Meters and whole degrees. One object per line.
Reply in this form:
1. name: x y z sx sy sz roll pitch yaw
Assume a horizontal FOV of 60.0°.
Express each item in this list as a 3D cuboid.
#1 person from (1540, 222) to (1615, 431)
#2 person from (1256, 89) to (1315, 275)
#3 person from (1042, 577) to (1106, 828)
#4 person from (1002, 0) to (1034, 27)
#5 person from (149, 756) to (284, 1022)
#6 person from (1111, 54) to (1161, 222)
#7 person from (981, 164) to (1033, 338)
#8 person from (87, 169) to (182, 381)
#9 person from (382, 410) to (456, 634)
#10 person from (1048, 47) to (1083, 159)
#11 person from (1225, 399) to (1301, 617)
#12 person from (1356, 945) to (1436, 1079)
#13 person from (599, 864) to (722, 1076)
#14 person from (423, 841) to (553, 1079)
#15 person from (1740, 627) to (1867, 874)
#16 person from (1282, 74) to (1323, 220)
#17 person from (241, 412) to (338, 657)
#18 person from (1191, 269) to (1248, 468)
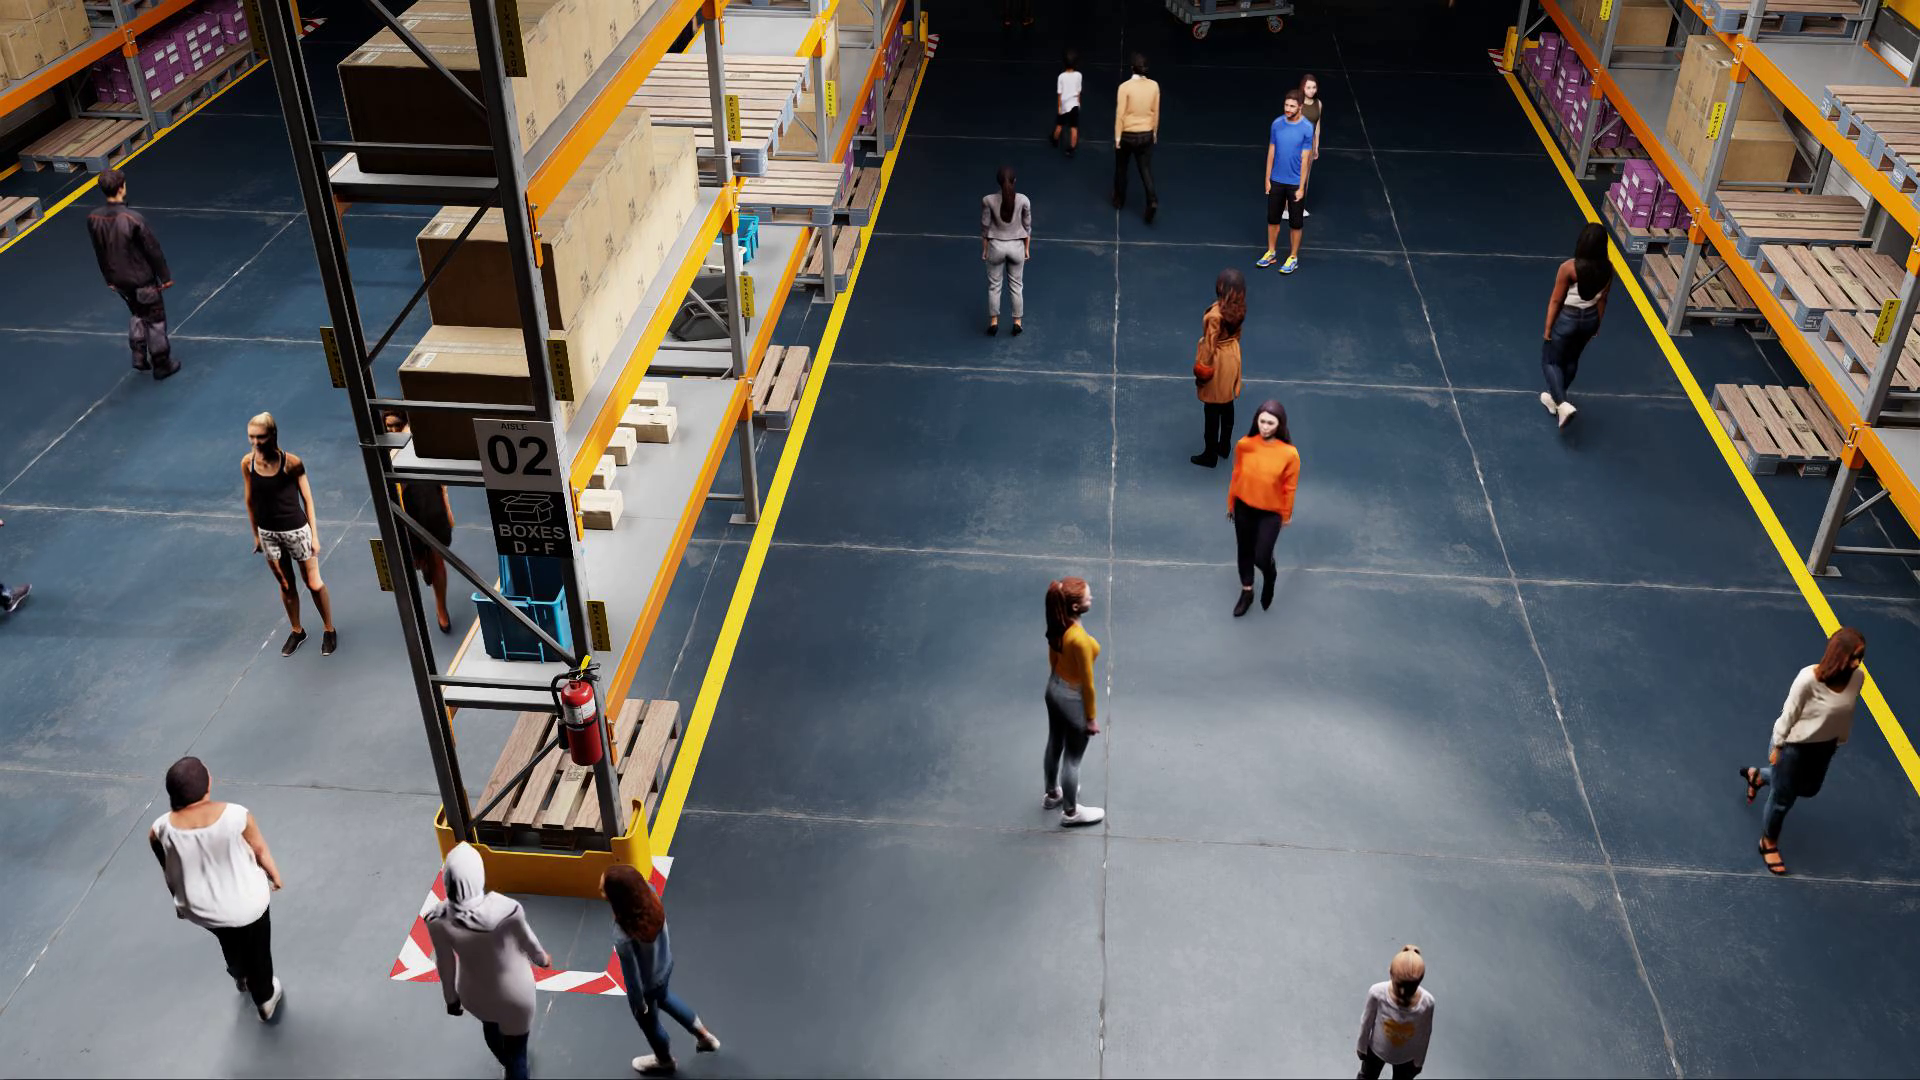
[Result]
1. person: 5.147 -1.756 13.884 0.734 1.788 1.048 -2 34 -3
2. person: 3.281 -3.584 16.565 0.685 1.865 0.701 20 38 27
3. person: 0.645 0.950 9.847 0.747 1.750 0.657 -15 37 -22
4. person: 0.816 -8.241 23.622 0.687 1.808 0.598 5 34 8
5. person: -3.812 1.845 8.572 0.739 1.672 0.777 -5 34 -8
6. person: 1.906 -4.267 17.715 0.939 1.729 1.213 -9 35 -13
7. person: 0.420 -2.662 15.347 0.635 1.678 0.617 0 34 -1
8. person: -7.257 -2.266 14.517 0.736 1.937 0.706 4 34 7
9. person: -3.734 -0.192 11.499 0.782 1.824 0.904 -13 36 -19
10. person: 1.294 -5.063 19.359 0.665 1.236 0.858 -9 35 -13
11. person: 2.131 -0.250 11.662 0.738 1.739 0.771 20 38 27
12. person: 2.092 2.441 8.031 0.504 1.277 0.519 8 34 11
13. person: -1.501 2.157 8.293 0.677 1.461 0.657 8 34 12
14. person: -2.217 2.211 7.951 0.663 1.749 0.936 -1 34 -1
15. person: 4.844 1.133 9.649 0.755 1.666 0.927 -6 34 -8
16. person: 3.654 -4.227 17.806 0.634 1.562 0.630 -9 35 -14
17. person: -4.568 -0.058 11.279 0.614 1.844 0.571 0 34 0
18. person: 2.097 -1.390 13.397 0.834 1.719 0.745 27 42 35
